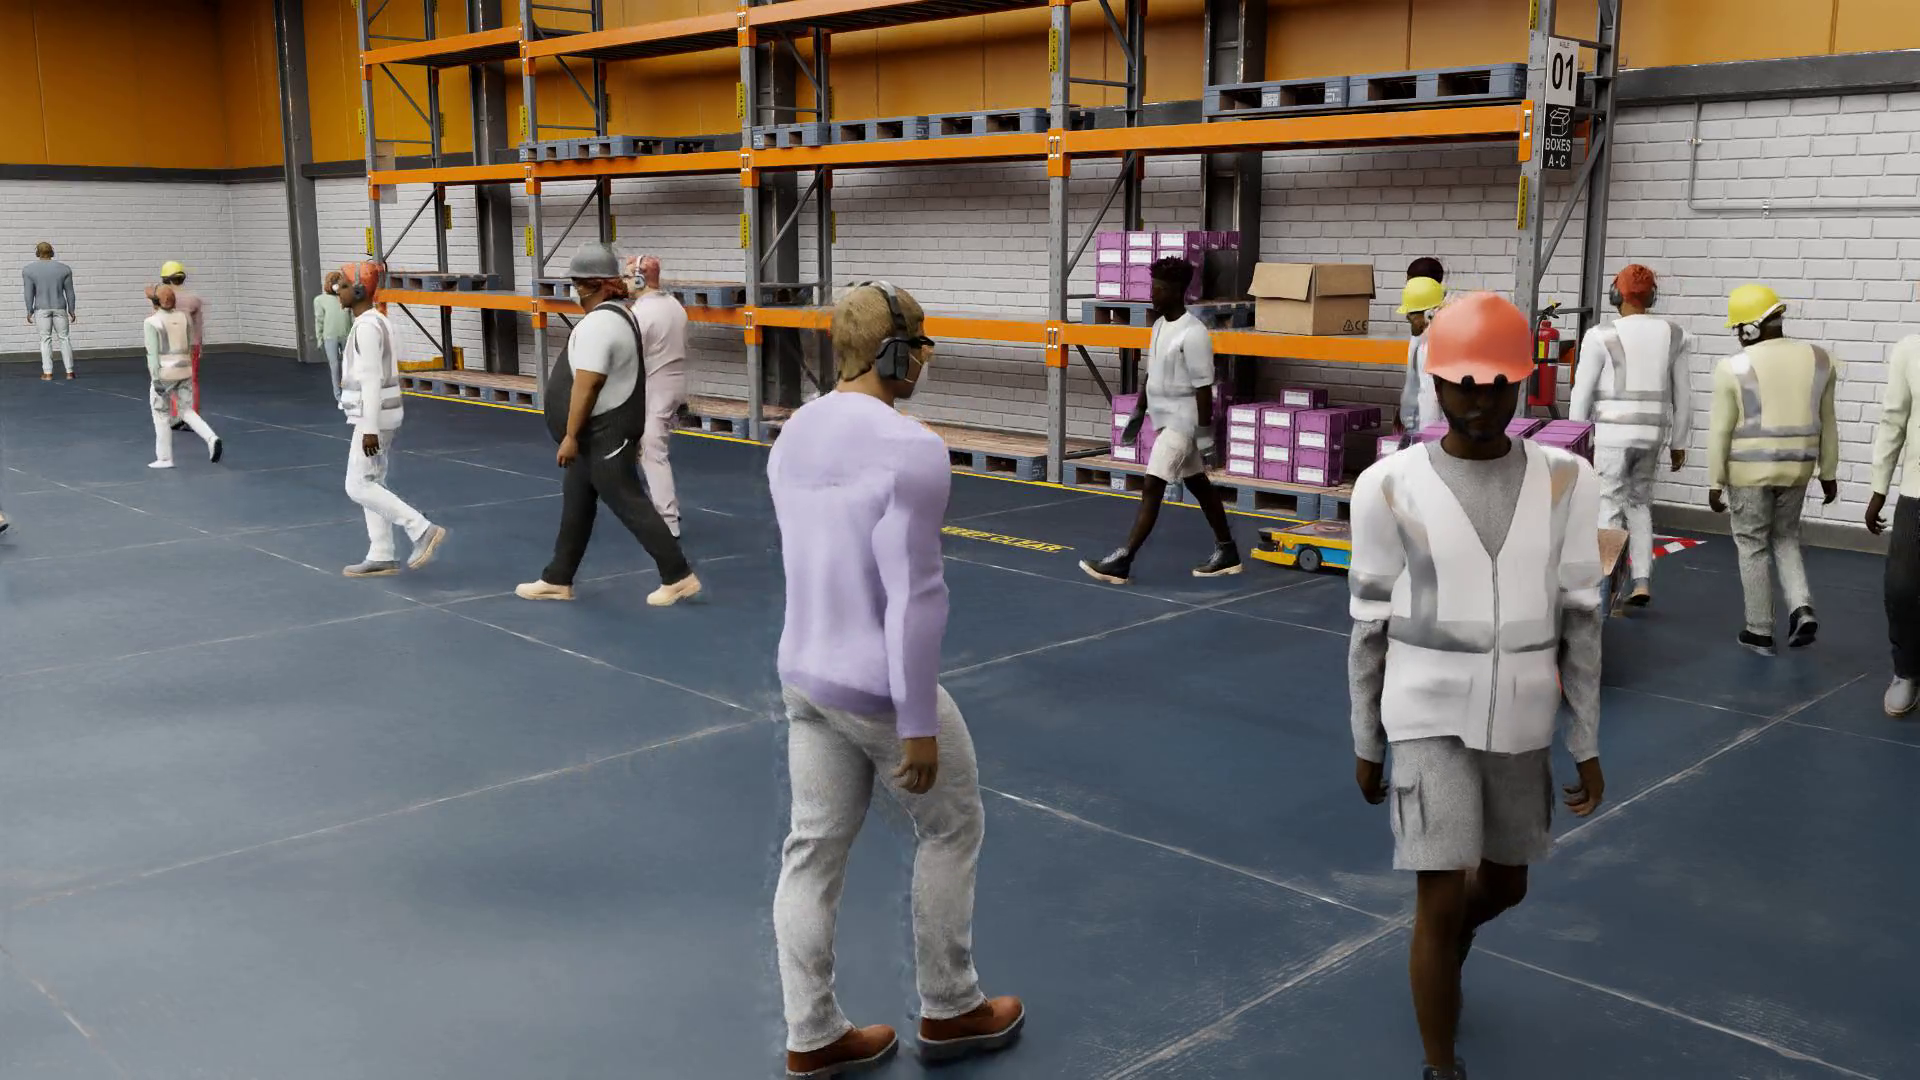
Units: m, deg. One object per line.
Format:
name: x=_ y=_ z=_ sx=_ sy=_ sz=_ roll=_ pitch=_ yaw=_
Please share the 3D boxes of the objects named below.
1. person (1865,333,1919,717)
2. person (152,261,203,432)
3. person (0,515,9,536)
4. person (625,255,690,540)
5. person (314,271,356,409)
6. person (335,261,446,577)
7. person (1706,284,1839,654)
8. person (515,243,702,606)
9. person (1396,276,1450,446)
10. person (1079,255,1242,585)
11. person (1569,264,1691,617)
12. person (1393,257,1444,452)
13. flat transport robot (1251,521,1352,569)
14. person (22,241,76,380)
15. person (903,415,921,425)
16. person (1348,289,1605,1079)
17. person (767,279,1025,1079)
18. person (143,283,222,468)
person: x=4.003 y=-0.179 z=6.678 sx=0.641 sy=1.979 sz=0.429 roll=7 pitch=13 yaw=35
person: x=-8.064 y=-1.987 z=17.142 sx=0.407 sy=1.748 sz=0.554 roll=8 pitch=13 yaw=36
person: x=-6.663 y=-0.762 z=10.733 sx=0.855 sy=1.664 sz=0.523 roll=2 pitch=11 yaw=10
person: x=-2.070 y=-0.935 z=11.051 sx=0.524 sy=1.886 sz=0.675 roll=3 pitch=11 yaw=18
person: x=-7.303 y=-2.350 z=19.522 sx=0.504 sy=1.618 sz=0.565 roll=-6 pitch=12 yaw=-30
person: x=-3.394 y=-0.693 z=9.783 sx=0.501 sy=1.871 sz=0.588 roll=-3 pitch=11 yaw=-15
person: x=3.878 y=-0.324 z=7.984 sx=0.636 sy=1.791 sz=0.426 roll=0 pitch=10 yaw=-1
person: x=-1.919 y=-0.646 z=9.069 sx=1.039 sy=2.000 sz=0.686 roll=-1 pitch=10 yaw=-4
person: x=2.846 y=-0.635 z=9.700 sx=0.651 sy=1.788 sz=0.635 roll=7 pitch=13 yaw=35
person: x=1.227 y=-0.690 z=9.688 sx=1.050 sy=1.908 sz=0.616 roll=-2 pitch=11 yaw=-9
person: x=3.553 y=-0.524 z=8.857 sx=0.617 sy=1.870 sz=0.400 roll=-1 pitch=10 yaw=-7
person: x=2.748 y=-0.734 z=9.953 sx=0.650 sy=1.887 sz=0.692 roll=3 pitch=11 yaw=18
flat transport robot: x=2.544 y=0.066 z=10.014 sx=1.431 sy=0.197 sz=0.652 roll=9 pitch=14 yaw=41
person: x=-12.754 y=-3.210 z=23.332 sx=0.635 sy=1.936 sz=0.352 roll=-8 pitch=13 yaw=-36
person: x=-0.363 y=0.037 z=6.417 sx=0.534 sy=1.645 sz=0.913 roll=7 pitch=12 yaw=32
person: x=1.139 y=0.387 z=3.789 sx=0.544 sy=1.914 sz=0.870 roll=0 pitch=10 yaw=-1
person: x=-0.132 y=0.343 z=4.008 sx=0.773 sy=1.913 sz=0.662 roll=-8 pitch=13 yaw=-39
person: x=-6.770 y=-1.411 z=14.384 sx=0.606 sy=1.617 sz=0.517 roll=4 pitch=11 yaw=21
